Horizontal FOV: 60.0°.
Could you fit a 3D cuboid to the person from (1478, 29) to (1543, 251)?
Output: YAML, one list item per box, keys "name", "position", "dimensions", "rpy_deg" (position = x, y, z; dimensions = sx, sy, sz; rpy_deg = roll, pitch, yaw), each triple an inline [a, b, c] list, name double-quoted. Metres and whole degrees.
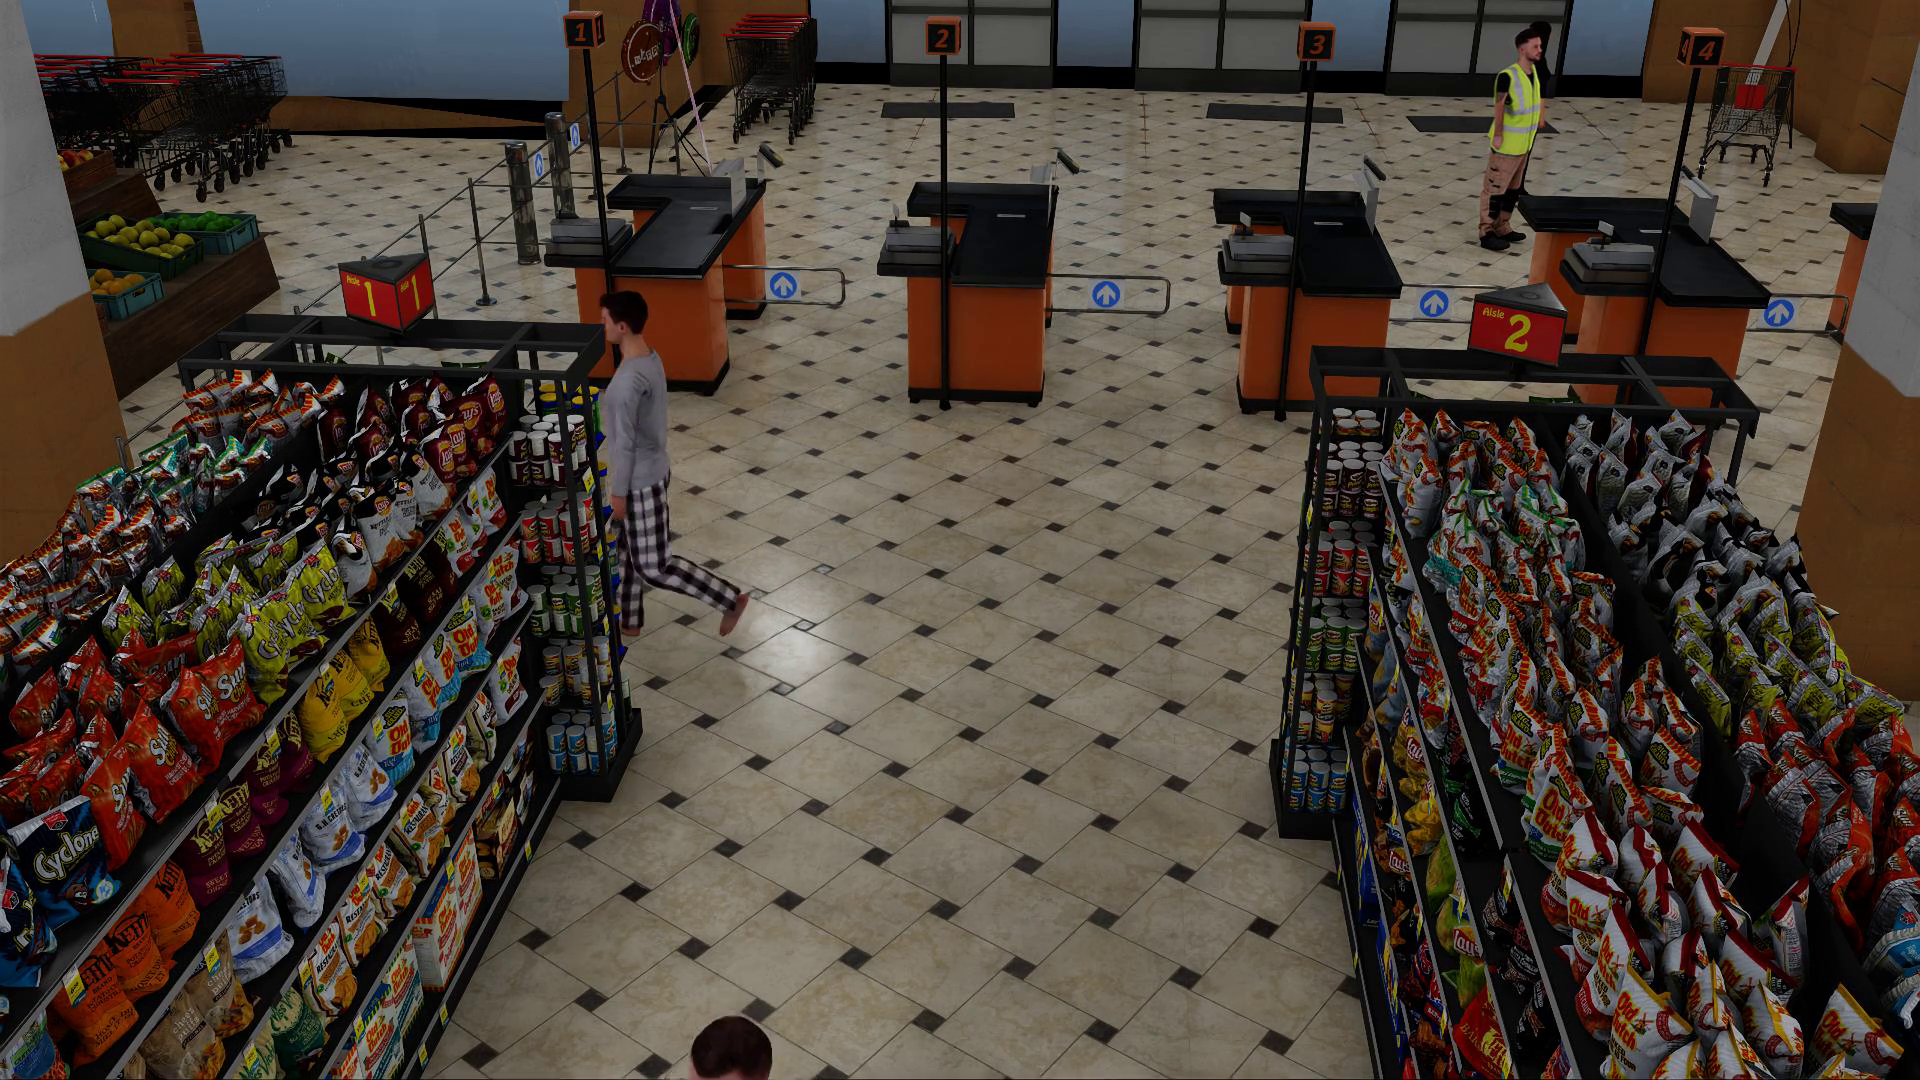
- name: "person"
  position: [4.718, -3.423, 14.184]
  dimensions: [0.909, 1.845, 0.837]
  rpy_deg: [23, 35, 37]

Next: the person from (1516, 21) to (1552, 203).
- name: "person"
  position: [5.298, -4.017, 15.581]
  dimensions: [0.700, 1.642, 0.573]
  rpy_deg: [-10, 28, -18]

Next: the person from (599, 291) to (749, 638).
- name: "person"
  position: [-1.450, -0.291, 8.037]
  dimensions: [0.782, 1.820, 1.029]
  rpy_deg: [-1, 27, -3]
